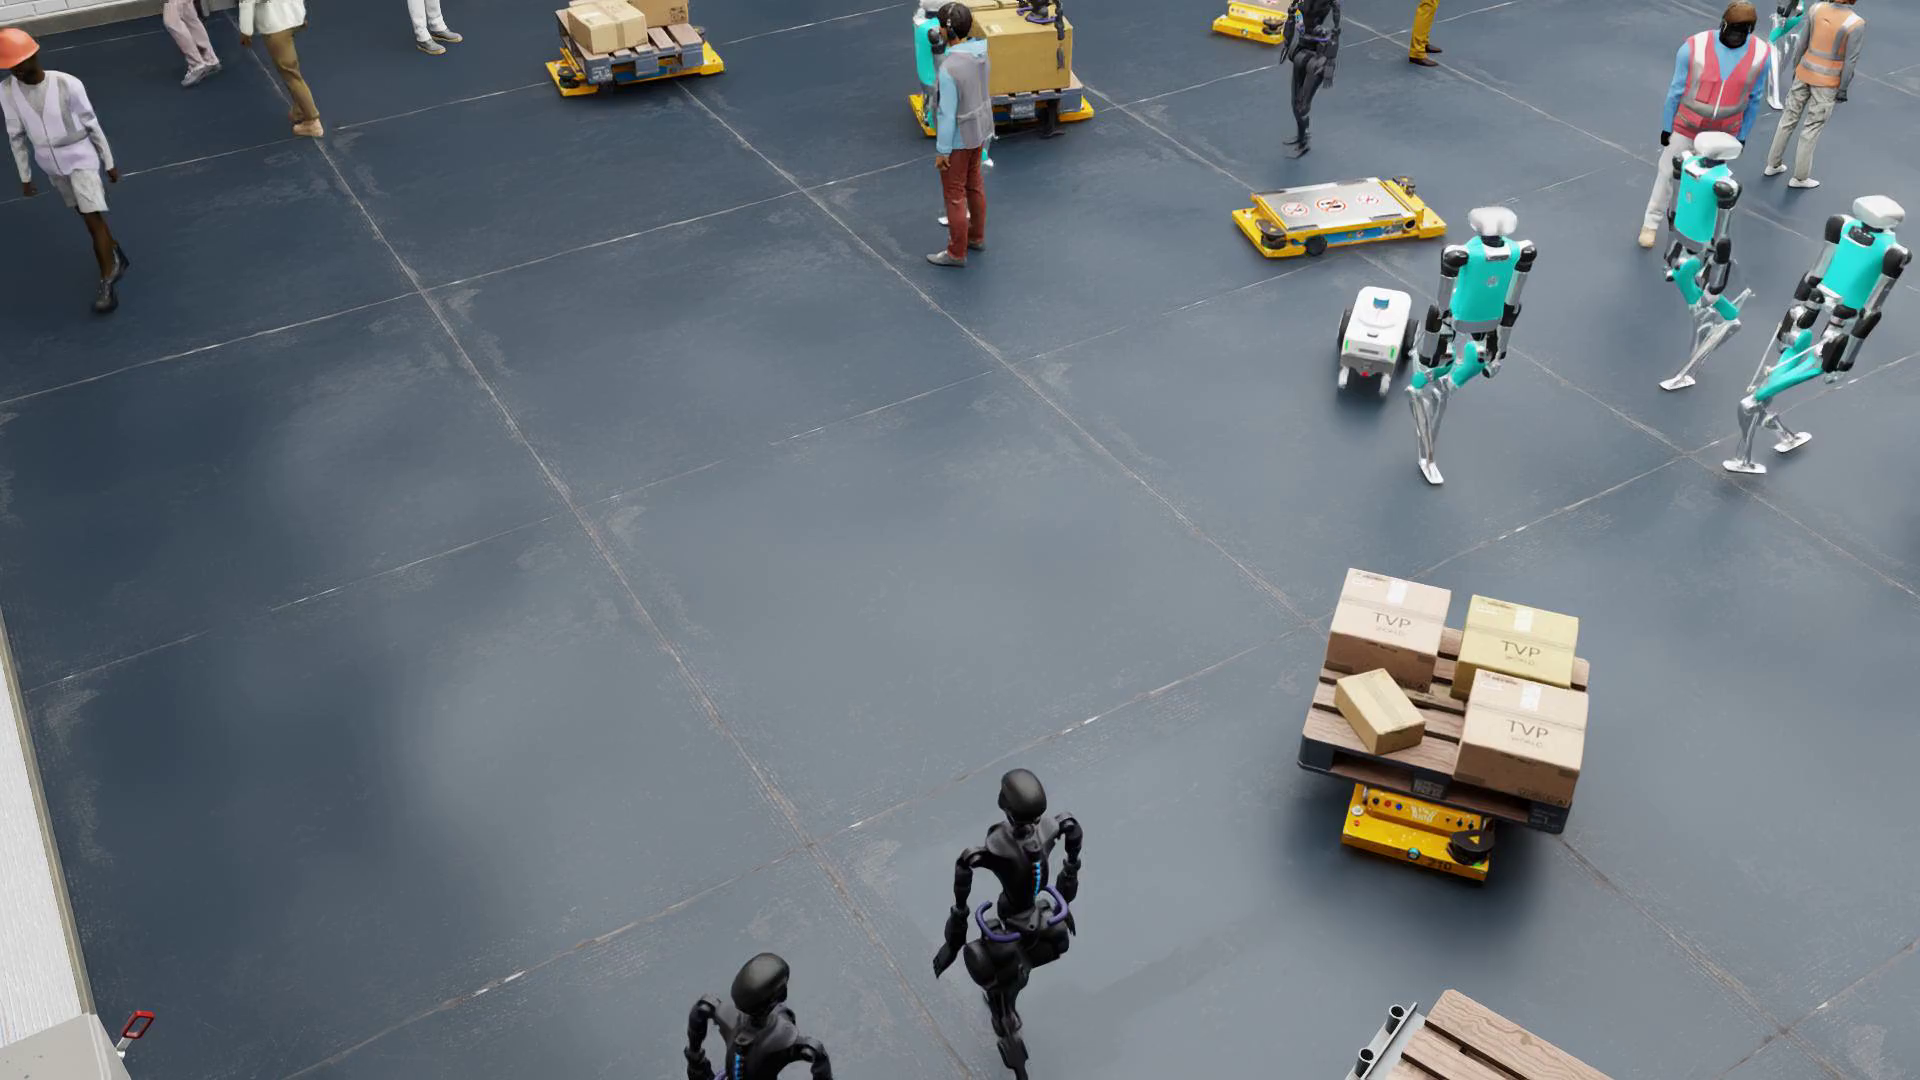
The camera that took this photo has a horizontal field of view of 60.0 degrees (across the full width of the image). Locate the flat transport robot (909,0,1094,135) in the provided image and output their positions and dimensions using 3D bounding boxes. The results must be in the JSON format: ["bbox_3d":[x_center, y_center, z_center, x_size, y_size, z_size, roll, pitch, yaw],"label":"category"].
[{"bbox_3d":[0.343,-3.668,13.920,1.431,0.231,0.659,-9,39,-11],"label":"flat transport robot"}]

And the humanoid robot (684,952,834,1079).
[{"bbox_3d":[-0.659,1.933,5.738,0.611,1.637,0.704,14,41,17],"label":"humanoid robot"}]

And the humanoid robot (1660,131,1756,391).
[{"bbox_3d":[4.681,-1.656,10.285,0.829,1.873,0.548,-10,40,-13],"label":"humanoid robot"}]

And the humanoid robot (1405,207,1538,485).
[{"bbox_3d":[2.824,-1.158,9.646,0.541,1.885,0.733,-6,39,-8],"label":"humanoid robot"}]

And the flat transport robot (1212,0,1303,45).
[{"bbox_3d":[2.992,-5.029,15.637,0.659,0.231,1.431,22,44,26],"label":"flat transport robot"}]

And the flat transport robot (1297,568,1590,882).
[{"bbox_3d":[2.305,0.994,8.038,0.659,0.231,1.431,13,40,16],"label":"flat transport robot"}]

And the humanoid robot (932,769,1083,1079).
[{"bbox_3d":[0.201,1.499,6.309,0.597,1.644,0.710,-17,42,-21],"label":"humanoid robot"}]

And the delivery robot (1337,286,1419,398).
[{"bbox_3d":[2.678,-1.321,10.720,0.499,0.583,0.767,13,40,15],"label":"delivery robot"}]

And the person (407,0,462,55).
[{"bbox_3d":[-4.764,-5.259,14.627,0.354,1.887,0.572,12,40,15],"label":"person"}]

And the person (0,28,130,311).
[{"bbox_3d":[-6.007,-2.471,11.104,0.563,1.885,0.942,-1,38,-1],"label":"person"}]

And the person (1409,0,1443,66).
[{"bbox_3d":[4.178,-5.017,14.436,0.342,1.750,0.527,10,40,12],"label":"person"}]

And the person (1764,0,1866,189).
[{"bbox_3d":[6.487,-3.469,12.564,0.309,1.639,0.514,-16,41,-19],"label":"person"}]

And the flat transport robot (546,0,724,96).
[{"bbox_3d":[-2.856,-4.197,14.588,1.431,0.231,0.659,-15,41,-18],"label":"flat transport robot"}]

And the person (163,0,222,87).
[{"bbox_3d":[-6.715,-4.752,14.032,0.600,1.821,0.616,27,46,30],"label":"person"}]

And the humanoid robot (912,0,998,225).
[{"bbox_3d":[0.002,-3.078,12.030,0.676,1.842,0.539,-11,40,-13],"label":"humanoid robot"}]

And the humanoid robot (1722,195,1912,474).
[{"bbox_3d":[4.764,-1.097,9.520,0.983,1.746,0.536,-14,40,-17],"label":"humanoid robot"}]

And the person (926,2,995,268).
[{"bbox_3d":[0.018,-2.783,11.514,0.421,1.872,0.537,18,42,21],"label":"person"}]

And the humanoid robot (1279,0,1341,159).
[{"bbox_3d":[2.736,-3.807,12.963,0.343,1.651,0.613,-21,43,-24],"label":"humanoid robot"}]

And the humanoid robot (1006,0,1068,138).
[{"bbox_3d":[0.598,-4.012,13.254,0.436,1.668,0.616,-21,43,-25],"label":"humanoid robot"}]

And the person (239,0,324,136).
[{"bbox_3d":[-5.490,-4.078,13.246,0.611,1.746,0.553,9,39,11],"label":"person"}]

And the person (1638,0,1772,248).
[{"bbox_3d":[5.235,-2.889,11.686,0.619,1.835,0.432,10,40,13],"label":"person"}]

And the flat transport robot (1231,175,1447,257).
[{"bbox_3d":[2.805,-2.394,12.312,1.431,0.231,0.659,-9,39,-12],"label":"flat transport robot"}]

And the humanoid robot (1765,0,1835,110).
[{"bbox_3d":[6.979,-4.464,13.797,0.552,1.842,0.867,4,39,5],"label":"humanoid robot"}]
